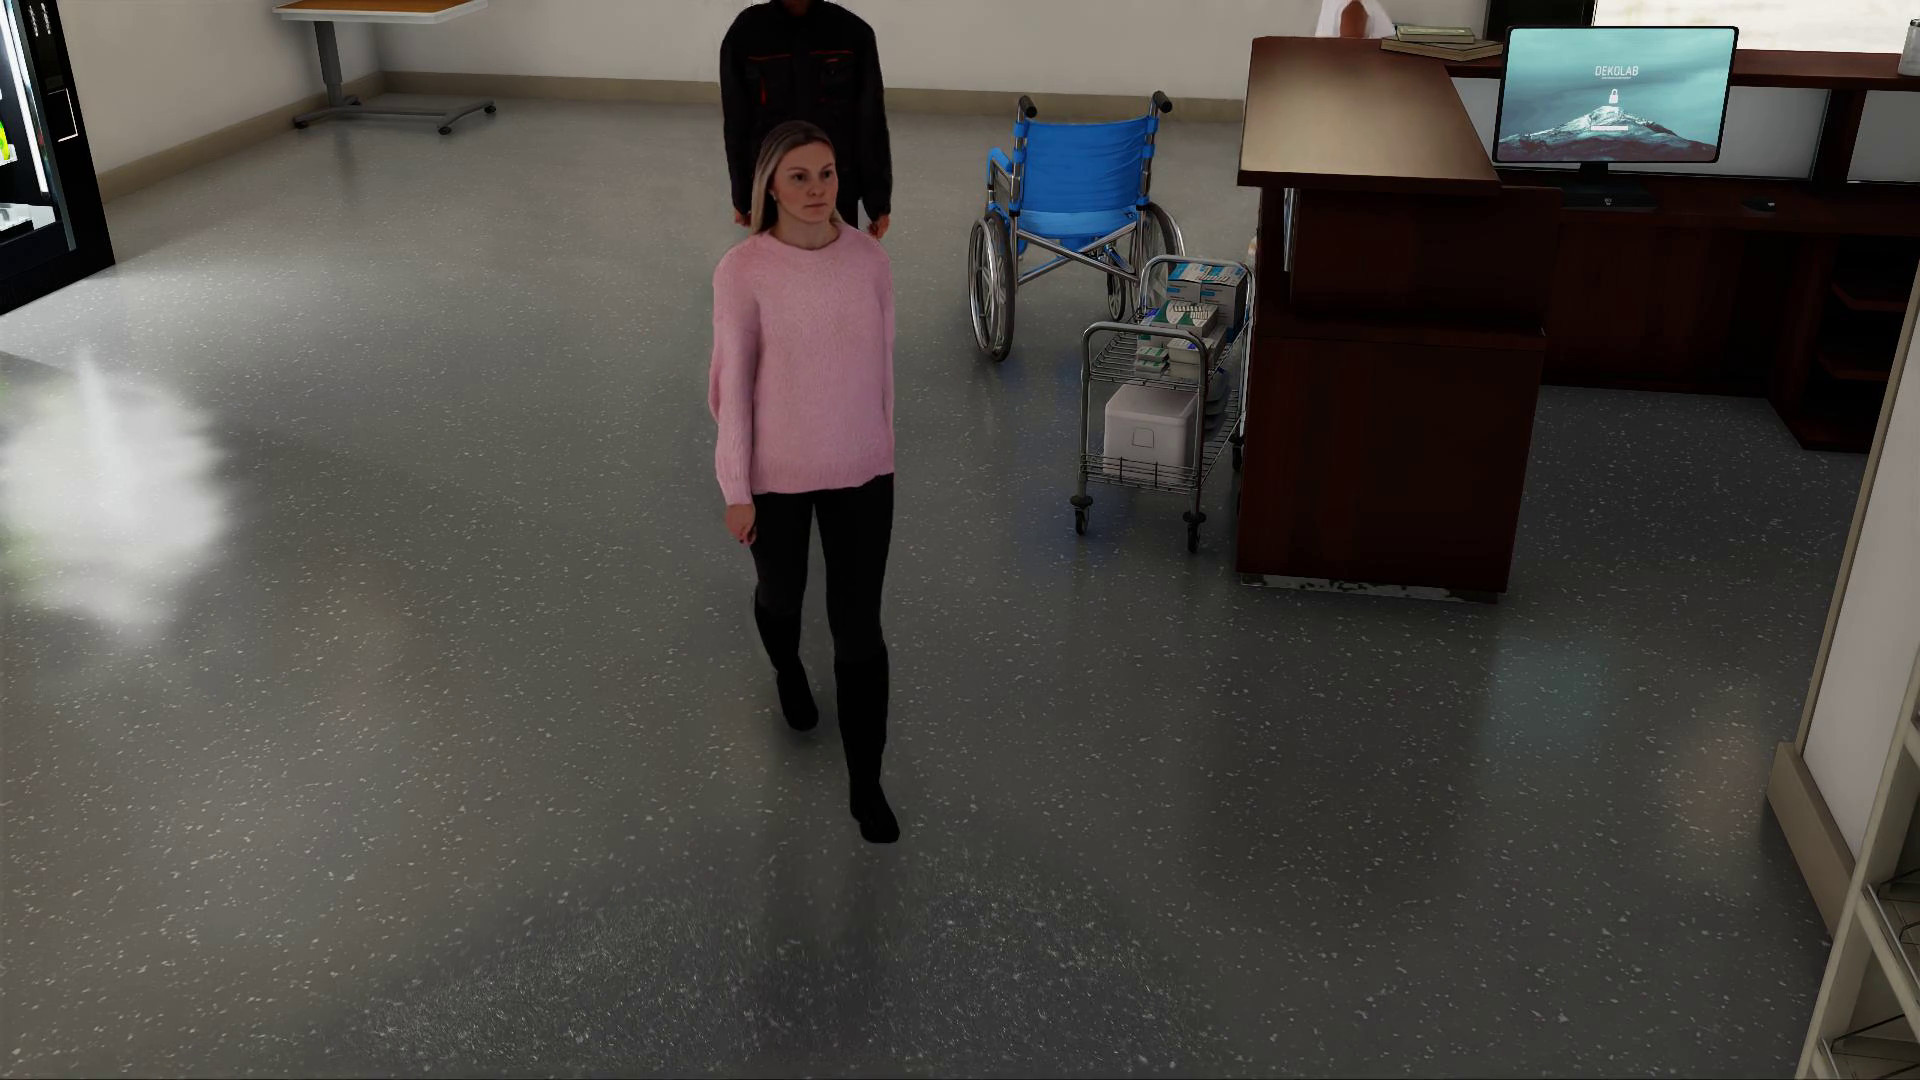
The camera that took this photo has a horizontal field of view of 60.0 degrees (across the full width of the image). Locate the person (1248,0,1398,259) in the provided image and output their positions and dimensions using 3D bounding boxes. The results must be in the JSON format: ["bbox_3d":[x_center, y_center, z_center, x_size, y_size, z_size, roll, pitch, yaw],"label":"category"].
[{"bbox_3d":[1.774,-2.060,7.951,0.886,1.648,1.094,-1,26,-2],"label":"person"}]

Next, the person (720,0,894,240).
[{"bbox_3d":[-0.550,-1.240,5.971,1.028,1.891,1.344,-5,26,-9],"label":"person"}]

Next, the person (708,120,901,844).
[{"bbox_3d":[-0.385,-0.169,4.034,0.964,1.645,1.203,-8,27,-17],"label":"person"}]
